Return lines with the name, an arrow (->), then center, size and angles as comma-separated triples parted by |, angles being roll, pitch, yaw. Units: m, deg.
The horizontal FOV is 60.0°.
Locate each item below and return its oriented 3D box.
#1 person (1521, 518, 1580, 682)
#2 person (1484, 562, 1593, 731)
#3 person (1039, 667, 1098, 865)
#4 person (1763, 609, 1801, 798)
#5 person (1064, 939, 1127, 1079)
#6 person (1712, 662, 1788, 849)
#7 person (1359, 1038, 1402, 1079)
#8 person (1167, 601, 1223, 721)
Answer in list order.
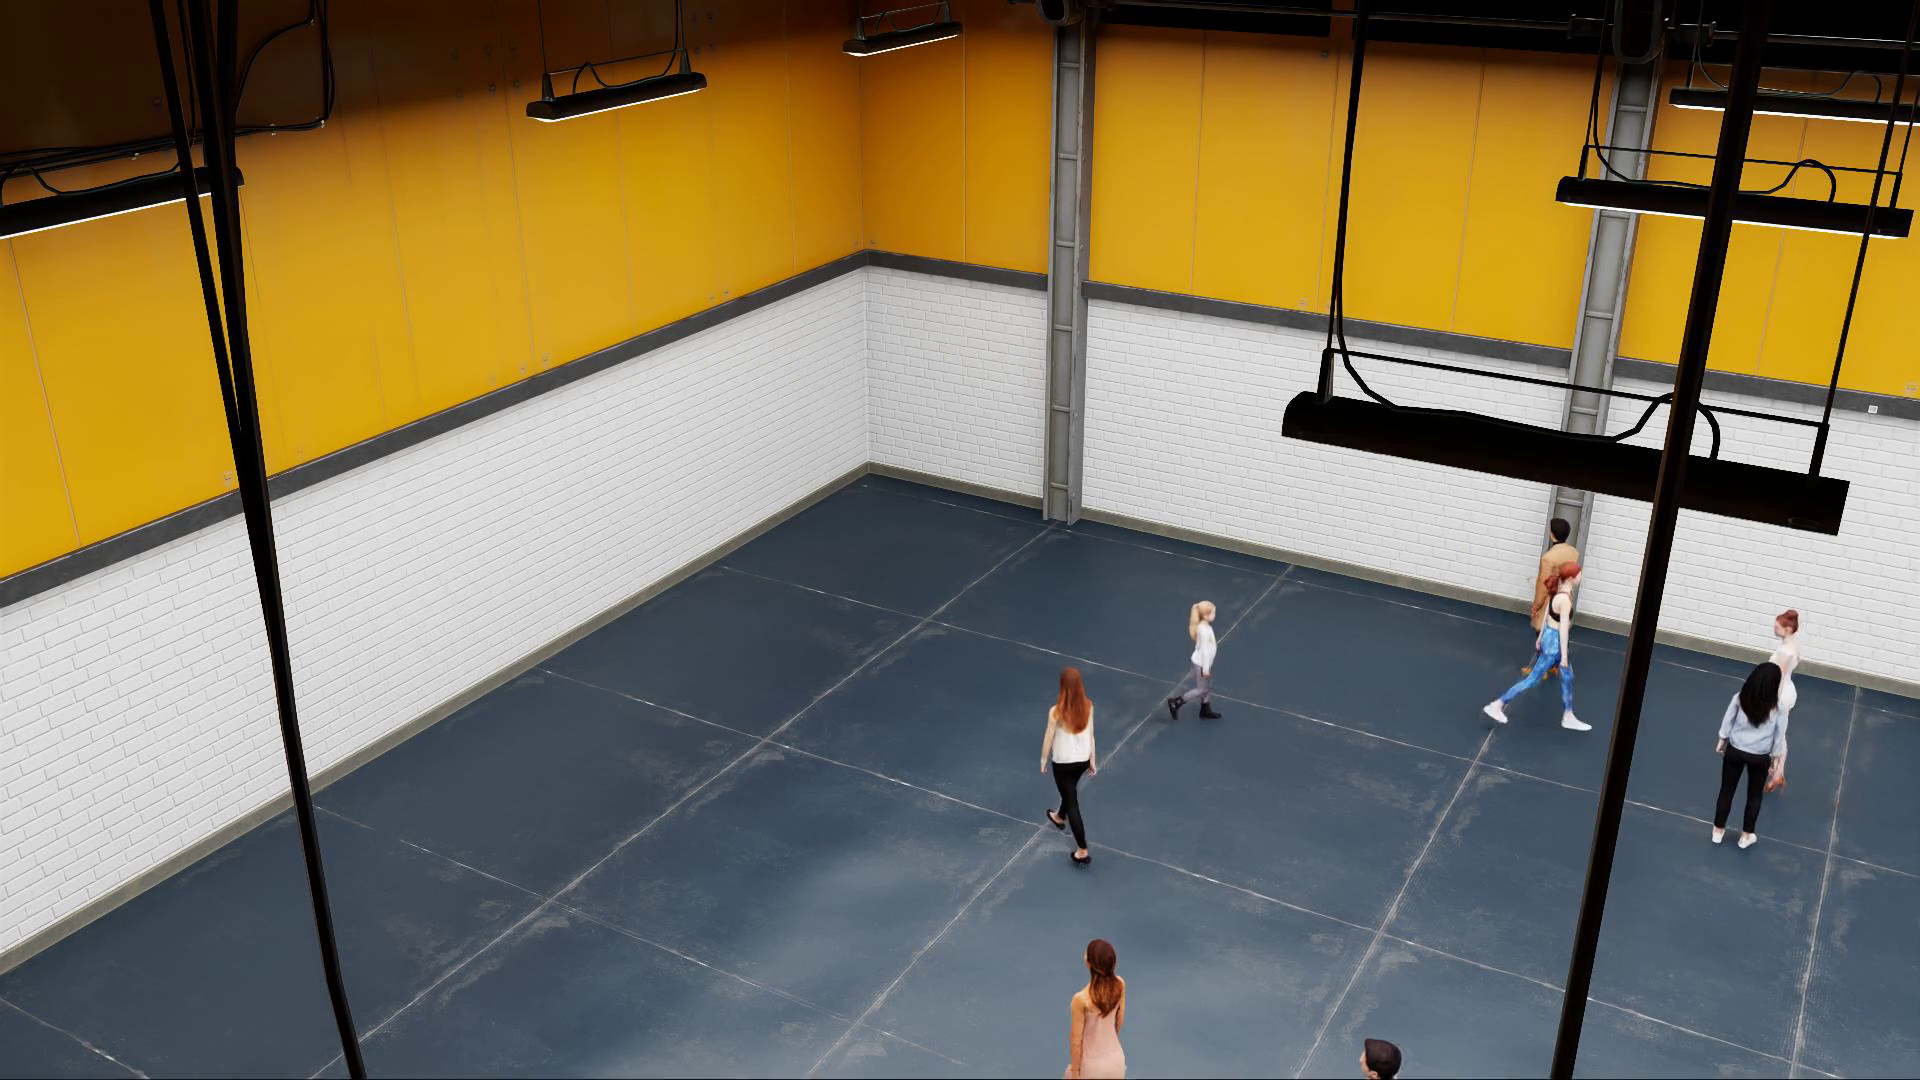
person -> 6.000, 0.593, 16.809 | 0.756, 1.726, 0.785 | -13, 27, -27
person -> 5.515, 1.046, 15.762 | 1.304, 1.735, 0.886 | 3, 24, 8
person -> 0.969, 1.909, 13.860 | 0.974, 1.677, 1.167 | -11, 26, -24
person -> 7.346, 1.476, 14.722 | 0.679, 1.780, 0.644 | 16, 28, 33
person -> 0.912, 3.355, 10.402 | 0.913, 1.796, 1.074 | -13, 27, -27
person -> 6.661, 1.813, 14.040 | 0.480, 1.708, 0.709 | 11, 26, 23
person -> 2.392, 3.659, 9.620 | 0.690, 1.867, 0.768 | 5, 24, 11
person -> 2.274, 1.183, 16.034 | 0.838, 1.265, 0.664 | 3, 24, 6
